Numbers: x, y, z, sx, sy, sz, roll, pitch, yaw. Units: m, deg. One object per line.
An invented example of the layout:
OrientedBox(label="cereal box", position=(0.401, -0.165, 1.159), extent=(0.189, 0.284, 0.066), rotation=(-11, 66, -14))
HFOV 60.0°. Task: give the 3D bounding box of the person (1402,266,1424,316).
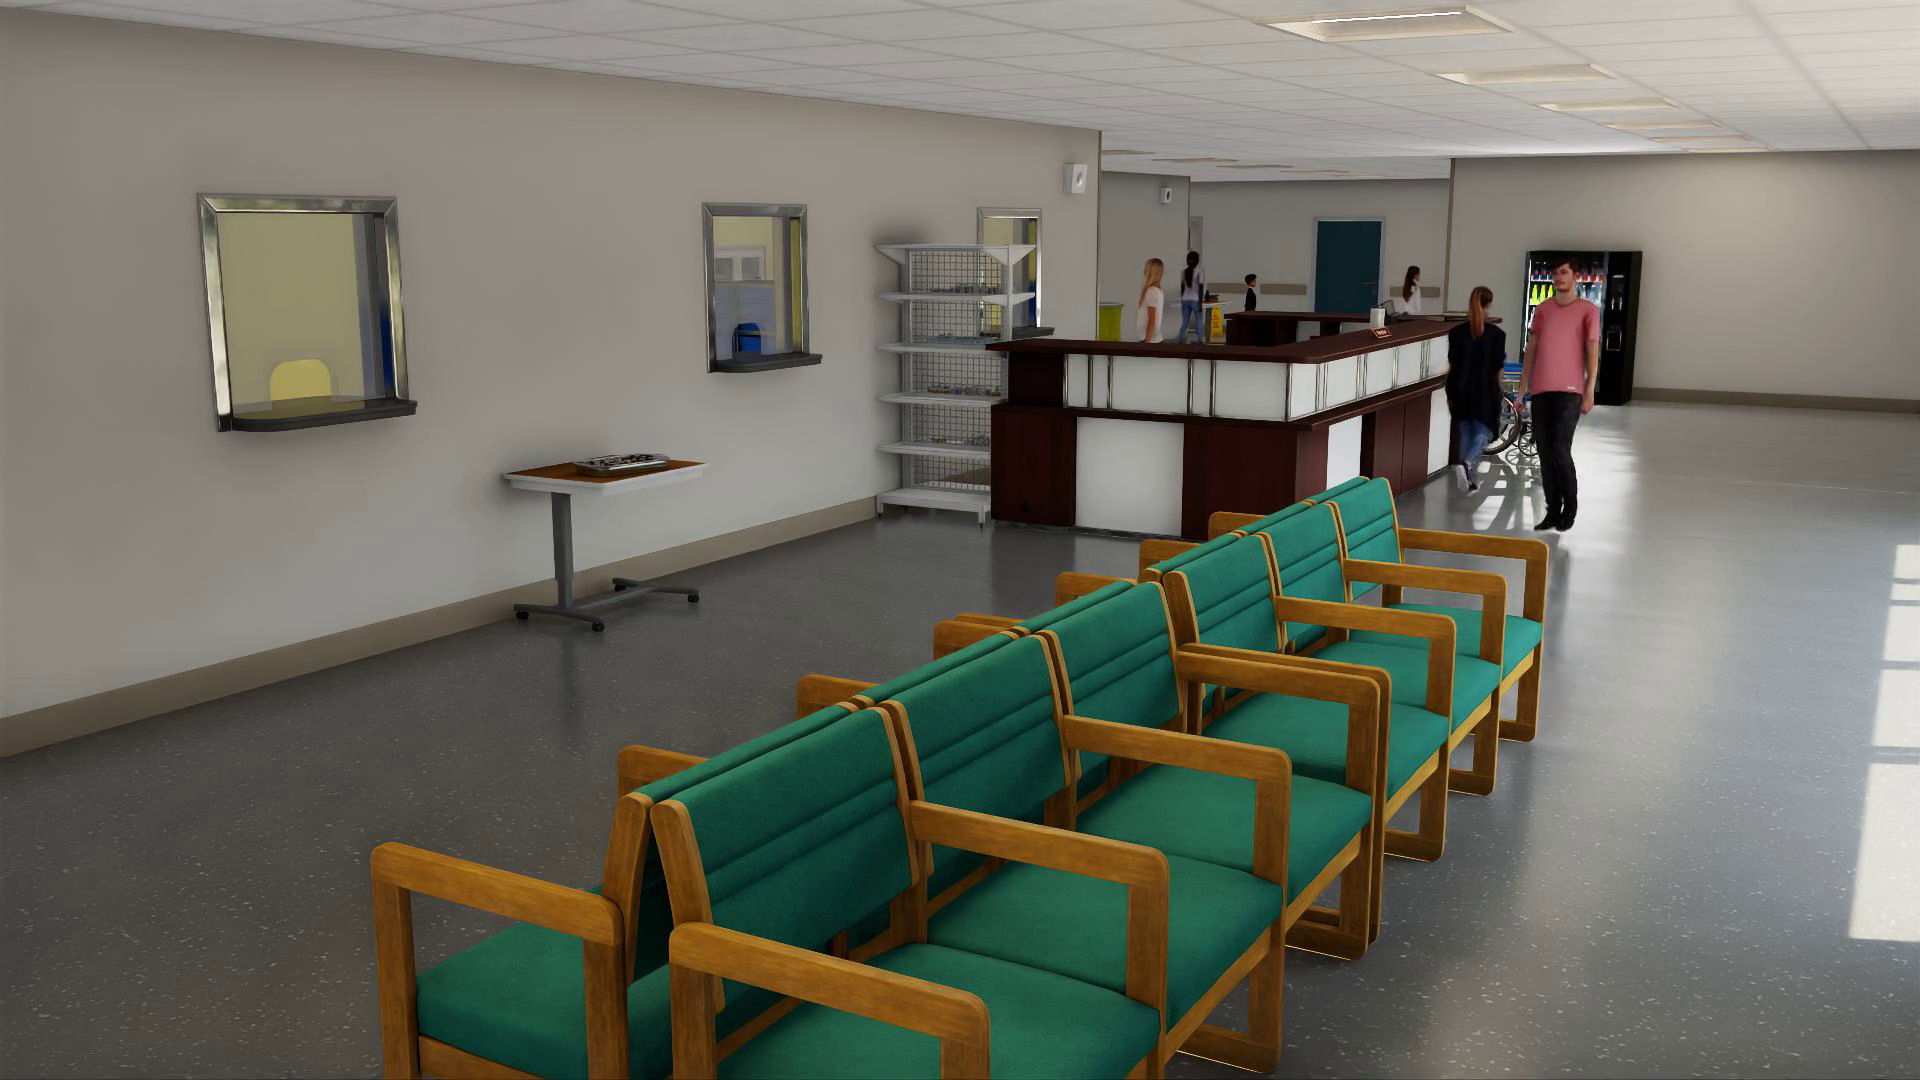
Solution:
OrientedBox(label="person", position=(6.570, -3.239, 24.445), extent=(0.801, 1.544, 0.759), rotation=(-4, 11, -21))

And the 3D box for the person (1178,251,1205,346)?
OrientedBox(label="person", position=(3.768, -3.858, 27.347), extent=(1.055, 1.678, 0.676), rotation=(7, 13, 33))

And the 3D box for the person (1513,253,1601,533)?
OrientedBox(label="person", position=(4.248, -1.019, 11.675), extent=(0.772, 1.943, 0.656), rotation=(-9, 14, -41))

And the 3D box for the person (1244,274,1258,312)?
OrientedBox(label="person", position=(5.535, -4.453, 31.695), extent=(0.557, 1.226, 0.556), rotation=(2, 11, 12))

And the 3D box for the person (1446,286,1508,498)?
OrientedBox(label="person", position=(3.992, -1.119, 12.954), extent=(0.878, 1.664, 0.672), rotation=(6, 12, 29))

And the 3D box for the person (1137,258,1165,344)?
OrientedBox(label="person", position=(2.005, -2.027, 17.350), extent=(0.591, 1.809, 0.641), rotation=(3, 11, 14))
